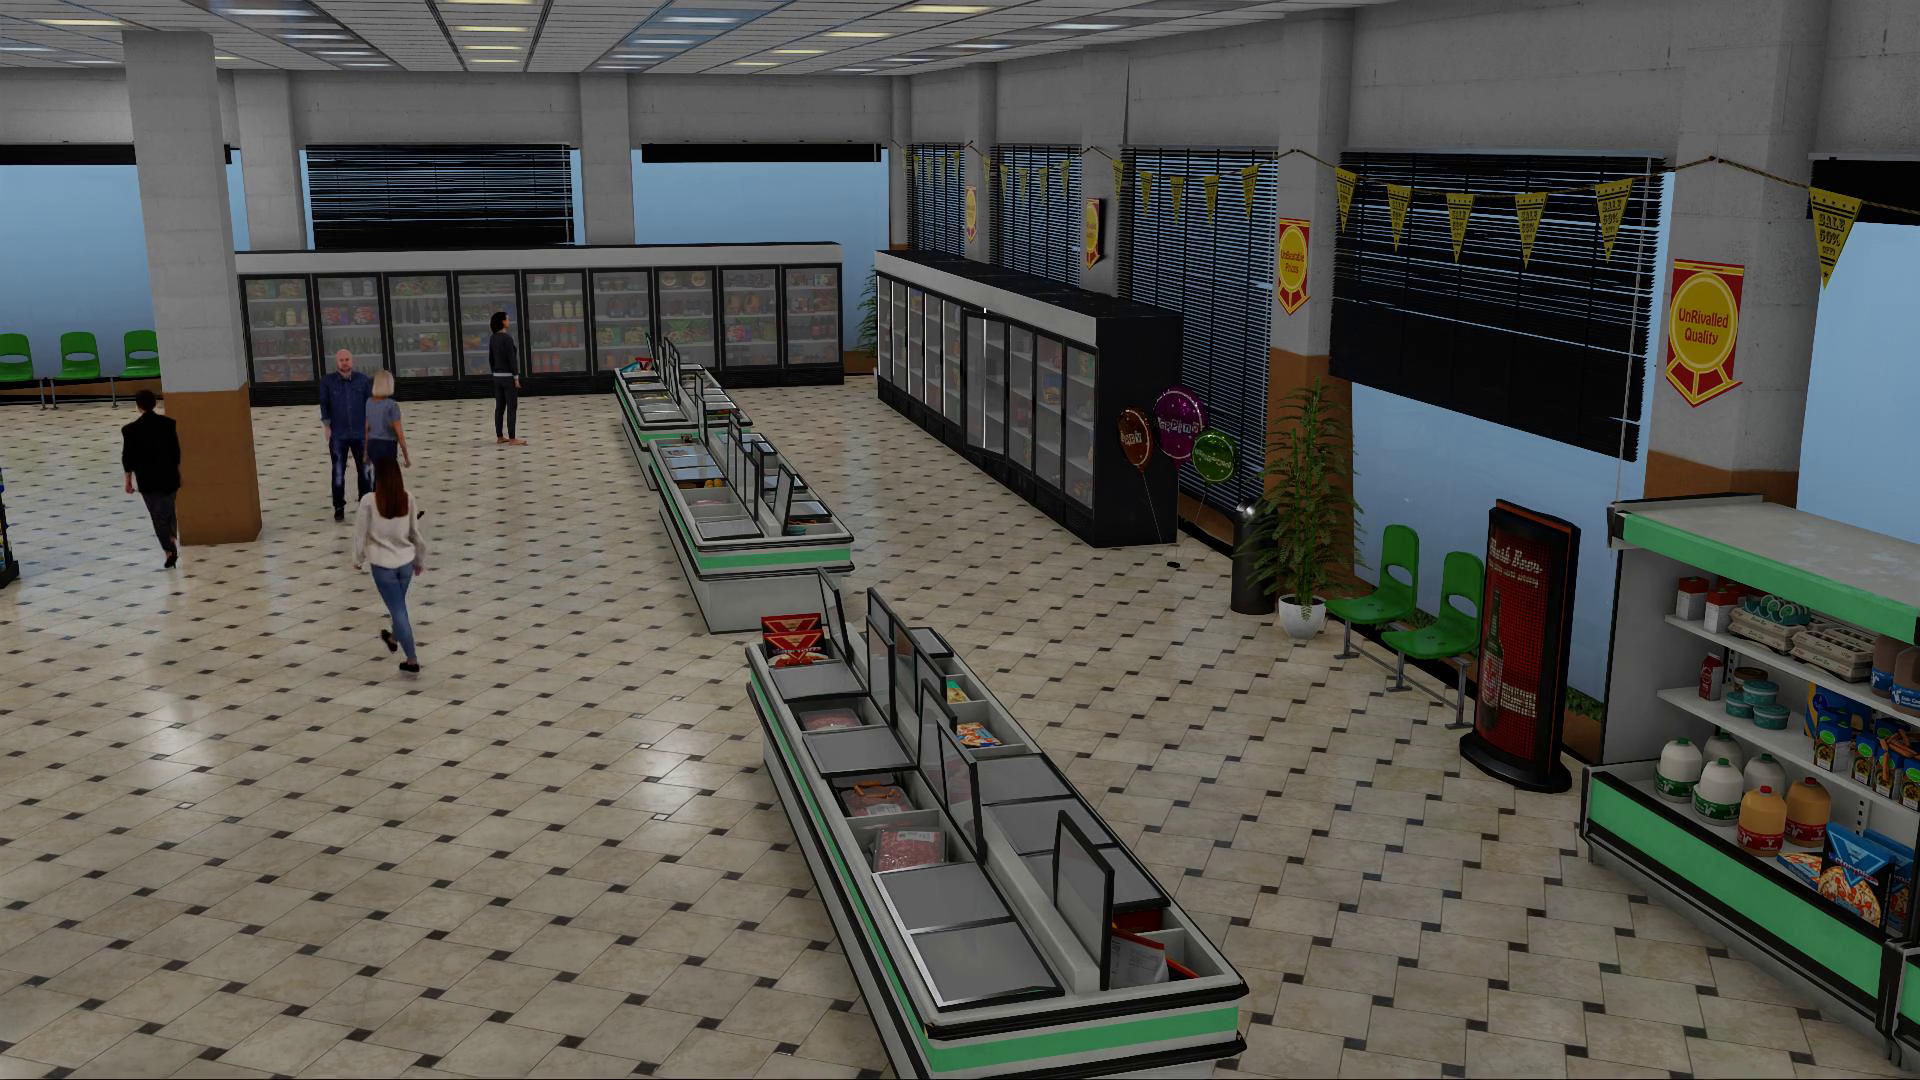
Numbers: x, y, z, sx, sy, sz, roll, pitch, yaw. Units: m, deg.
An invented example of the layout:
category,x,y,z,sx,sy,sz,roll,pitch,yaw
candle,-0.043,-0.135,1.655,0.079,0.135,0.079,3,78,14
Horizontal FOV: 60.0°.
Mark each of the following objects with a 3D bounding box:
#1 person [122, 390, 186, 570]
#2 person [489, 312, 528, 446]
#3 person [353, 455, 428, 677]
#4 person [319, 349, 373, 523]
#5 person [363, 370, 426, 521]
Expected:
category,x,y,z,sx,sy,sz,roll,pitch,yaw
person,-7.511,-0.550,15.634,0.760,1.708,0.771,-13,19,-43
person,-6.058,-2.159,22.138,0.670,1.768,0.747,9,16,33
person,-4.250,0.228,12.558,0.944,1.646,1.157,-12,18,-42
person,-6.533,-1.132,17.786,0.767,1.825,0.682,-7,15,-28
person,-5.927,-0.839,16.905,1.047,1.671,1.103,7,15,27
